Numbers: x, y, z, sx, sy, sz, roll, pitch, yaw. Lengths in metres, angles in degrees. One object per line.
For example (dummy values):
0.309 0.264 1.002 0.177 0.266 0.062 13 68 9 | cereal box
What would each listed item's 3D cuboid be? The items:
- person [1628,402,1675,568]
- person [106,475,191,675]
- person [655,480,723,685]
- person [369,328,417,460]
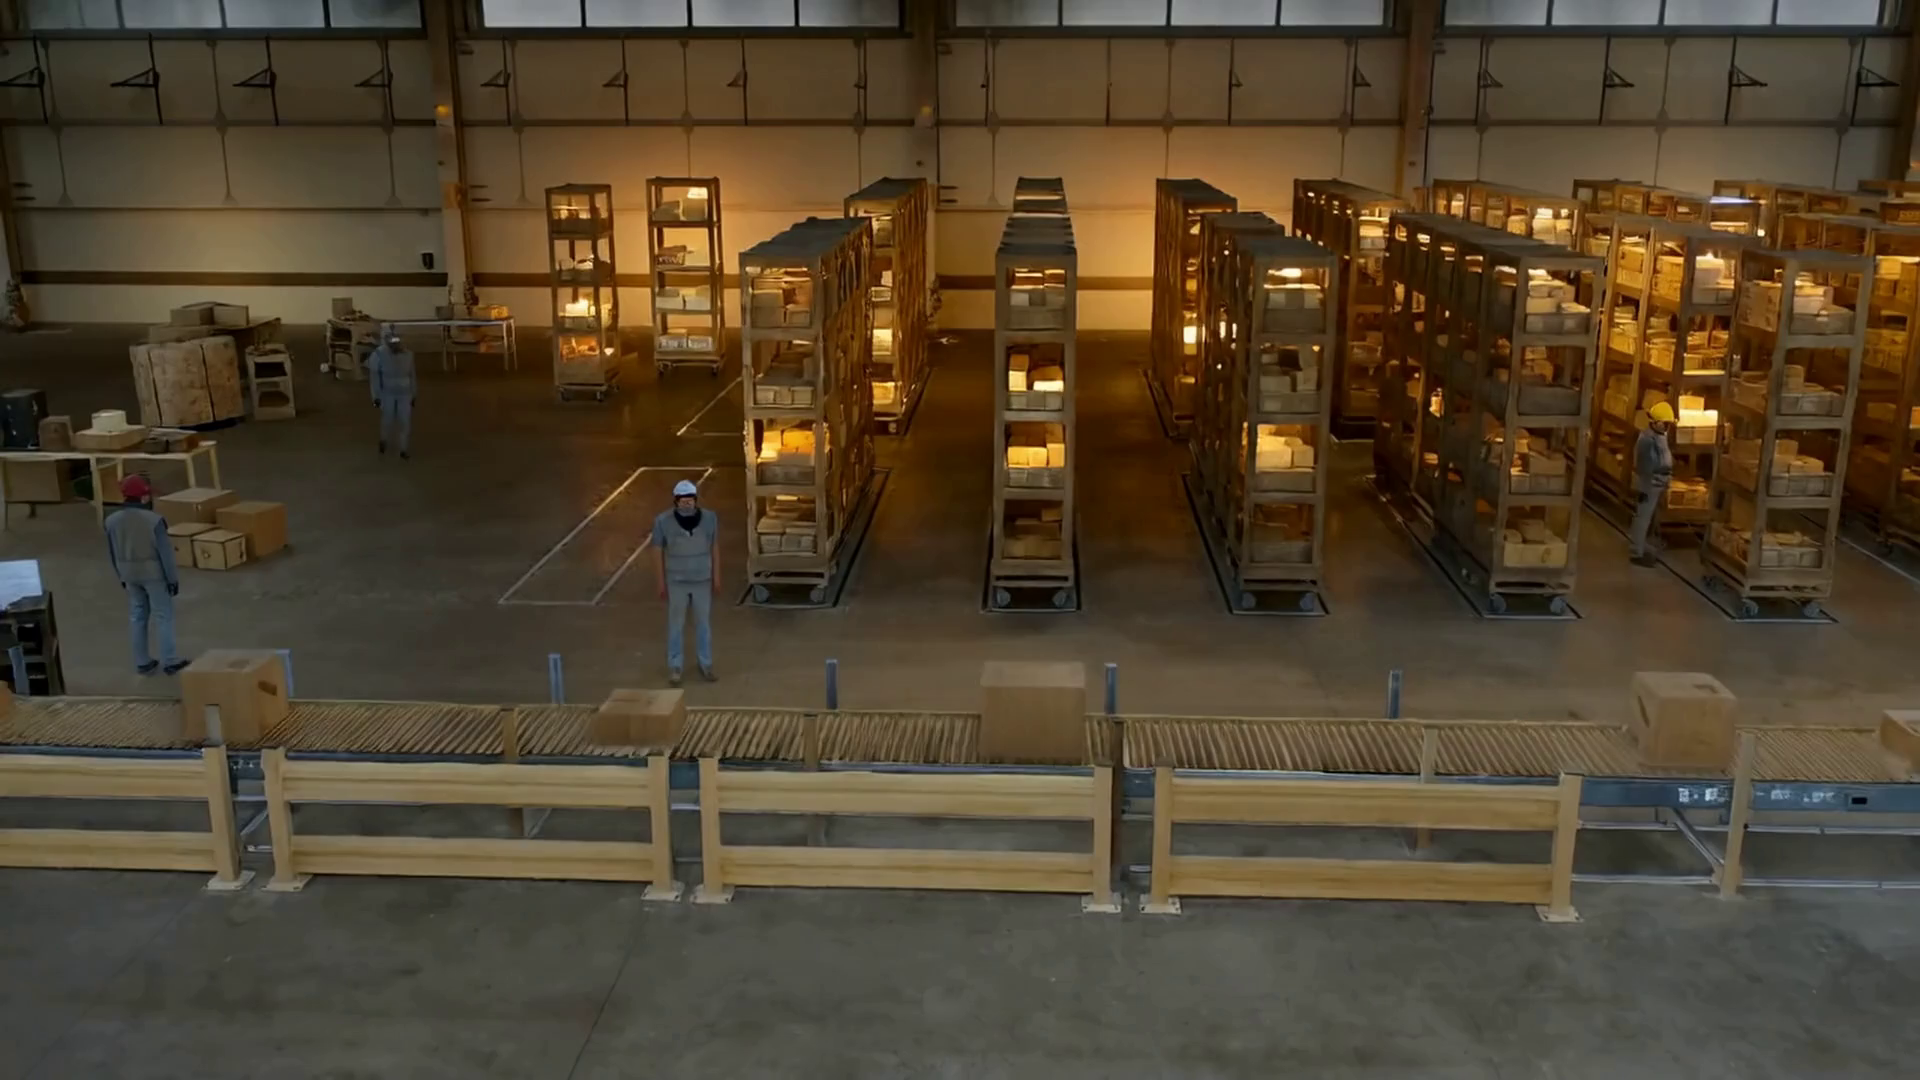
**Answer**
7.643 -0.623 18.385 0.404 1.829 0.591 9 18 31 | person
-7.266 0.316 14.894 0.600 1.829 0.404 3 15 10 | person
-2.395 0.360 14.709 0.572 1.840 0.373 -5 16 -19 | person
-8.036 -2.073 23.652 0.662 1.886 0.459 -11 19 -35 | person
